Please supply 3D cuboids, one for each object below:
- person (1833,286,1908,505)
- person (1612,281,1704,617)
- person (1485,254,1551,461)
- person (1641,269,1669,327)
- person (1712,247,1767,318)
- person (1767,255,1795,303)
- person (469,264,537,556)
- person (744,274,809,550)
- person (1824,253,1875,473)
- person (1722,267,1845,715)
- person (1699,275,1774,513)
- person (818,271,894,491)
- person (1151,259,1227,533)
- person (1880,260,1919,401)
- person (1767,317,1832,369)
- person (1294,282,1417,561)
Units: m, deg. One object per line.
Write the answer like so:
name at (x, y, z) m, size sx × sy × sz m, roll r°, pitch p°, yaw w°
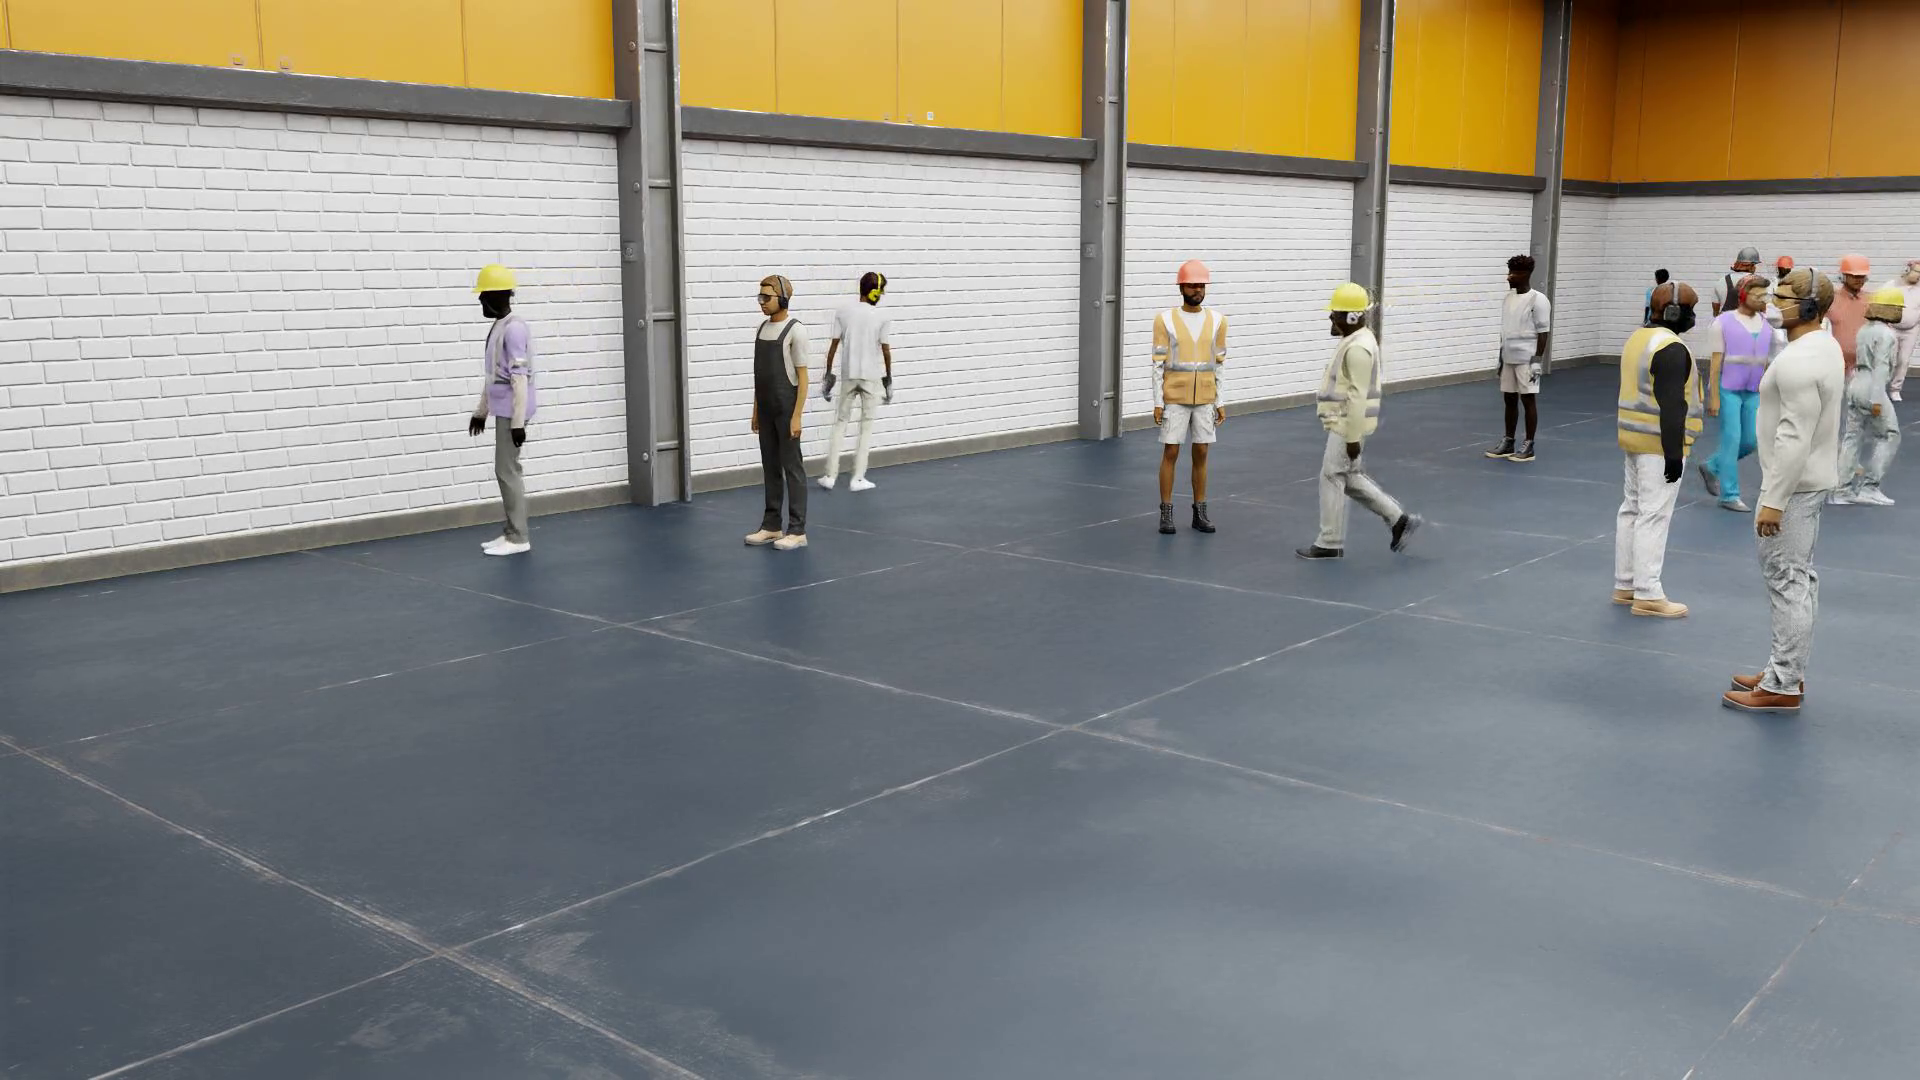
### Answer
person at (7.181, -1.117, 13.032) m, size 0.546 × 1.715 × 0.512 m, roll 0°, pitch 10°, yaw 3°
person at (3.878, -0.505, 9.229) m, size 0.429 × 1.839 × 0.634 m, roll 1°, pitch 10°, yaw 3°
person at (5.341, -1.731, 15.857) m, size 0.370 × 1.963 × 0.608 m, roll -4°, pitch 11°, yaw -20°
person at (11.403, -3.547, 27.023) m, size 0.566 × 1.696 × 0.512 m, roll 0°, pitch 10°, yaw 1°
person at (9.660, -2.588, 20.516) m, size 0.537 × 2.000 × 0.689 m, roll -6°, pitch 12°, yaw -31°
person at (12.665, -3.459, 25.831) m, size 0.546 × 1.917 × 0.654 m, roll -2°, pitch 10°, yaw -12°
person at (-3.016, -0.866, 11.062) m, size 0.388 × 1.921 × 0.619 m, roll -4°, pitch 11°, yaw -22°
person at (-1.228, -0.858, 11.224) m, size 0.508 × 1.846 × 0.345 m, roll 9°, pitch 14°, yaw 42°
person at (7.908, -1.559, 14.840) m, size 0.663 × 1.970 × 0.585 m, roll 0°, pitch 10°, yaw 1°
person at (3.614, -0.209, 7.261) m, size 0.372 × 1.940 × 0.631 m, roll 6°, pitch 12°, yaw 33°
person at (6.001, -1.143, 12.920) m, size 0.563 × 1.821 × 0.588 m, roll -3°, pitch 10°, yaw -17°
person at (-0.856, -1.326, 13.935) m, size 0.590 × 1.829 × 0.459 m, roll 2°, pitch 10°, yaw 10°
person at (1.631, -1.010, 11.815) m, size 0.546 × 1.942 × 0.353 m, roll -2°, pitch 10°, yaw -9°
person at (12.422, -2.749, 21.920) m, size 0.664 × 1.870 × 0.538 m, roll 3°, pitch 11°, yaw 18°
person at (7.020, -1.309, 13.946) m, size 0.624 × 1.781 × 0.912 m, roll 1°, pitch 10°, yaw 4°
person at (2.573, -0.750, 10.712) m, size 0.697 × 1.808 × 0.600 m, roll 3°, pitch 10°, yaw 14°
